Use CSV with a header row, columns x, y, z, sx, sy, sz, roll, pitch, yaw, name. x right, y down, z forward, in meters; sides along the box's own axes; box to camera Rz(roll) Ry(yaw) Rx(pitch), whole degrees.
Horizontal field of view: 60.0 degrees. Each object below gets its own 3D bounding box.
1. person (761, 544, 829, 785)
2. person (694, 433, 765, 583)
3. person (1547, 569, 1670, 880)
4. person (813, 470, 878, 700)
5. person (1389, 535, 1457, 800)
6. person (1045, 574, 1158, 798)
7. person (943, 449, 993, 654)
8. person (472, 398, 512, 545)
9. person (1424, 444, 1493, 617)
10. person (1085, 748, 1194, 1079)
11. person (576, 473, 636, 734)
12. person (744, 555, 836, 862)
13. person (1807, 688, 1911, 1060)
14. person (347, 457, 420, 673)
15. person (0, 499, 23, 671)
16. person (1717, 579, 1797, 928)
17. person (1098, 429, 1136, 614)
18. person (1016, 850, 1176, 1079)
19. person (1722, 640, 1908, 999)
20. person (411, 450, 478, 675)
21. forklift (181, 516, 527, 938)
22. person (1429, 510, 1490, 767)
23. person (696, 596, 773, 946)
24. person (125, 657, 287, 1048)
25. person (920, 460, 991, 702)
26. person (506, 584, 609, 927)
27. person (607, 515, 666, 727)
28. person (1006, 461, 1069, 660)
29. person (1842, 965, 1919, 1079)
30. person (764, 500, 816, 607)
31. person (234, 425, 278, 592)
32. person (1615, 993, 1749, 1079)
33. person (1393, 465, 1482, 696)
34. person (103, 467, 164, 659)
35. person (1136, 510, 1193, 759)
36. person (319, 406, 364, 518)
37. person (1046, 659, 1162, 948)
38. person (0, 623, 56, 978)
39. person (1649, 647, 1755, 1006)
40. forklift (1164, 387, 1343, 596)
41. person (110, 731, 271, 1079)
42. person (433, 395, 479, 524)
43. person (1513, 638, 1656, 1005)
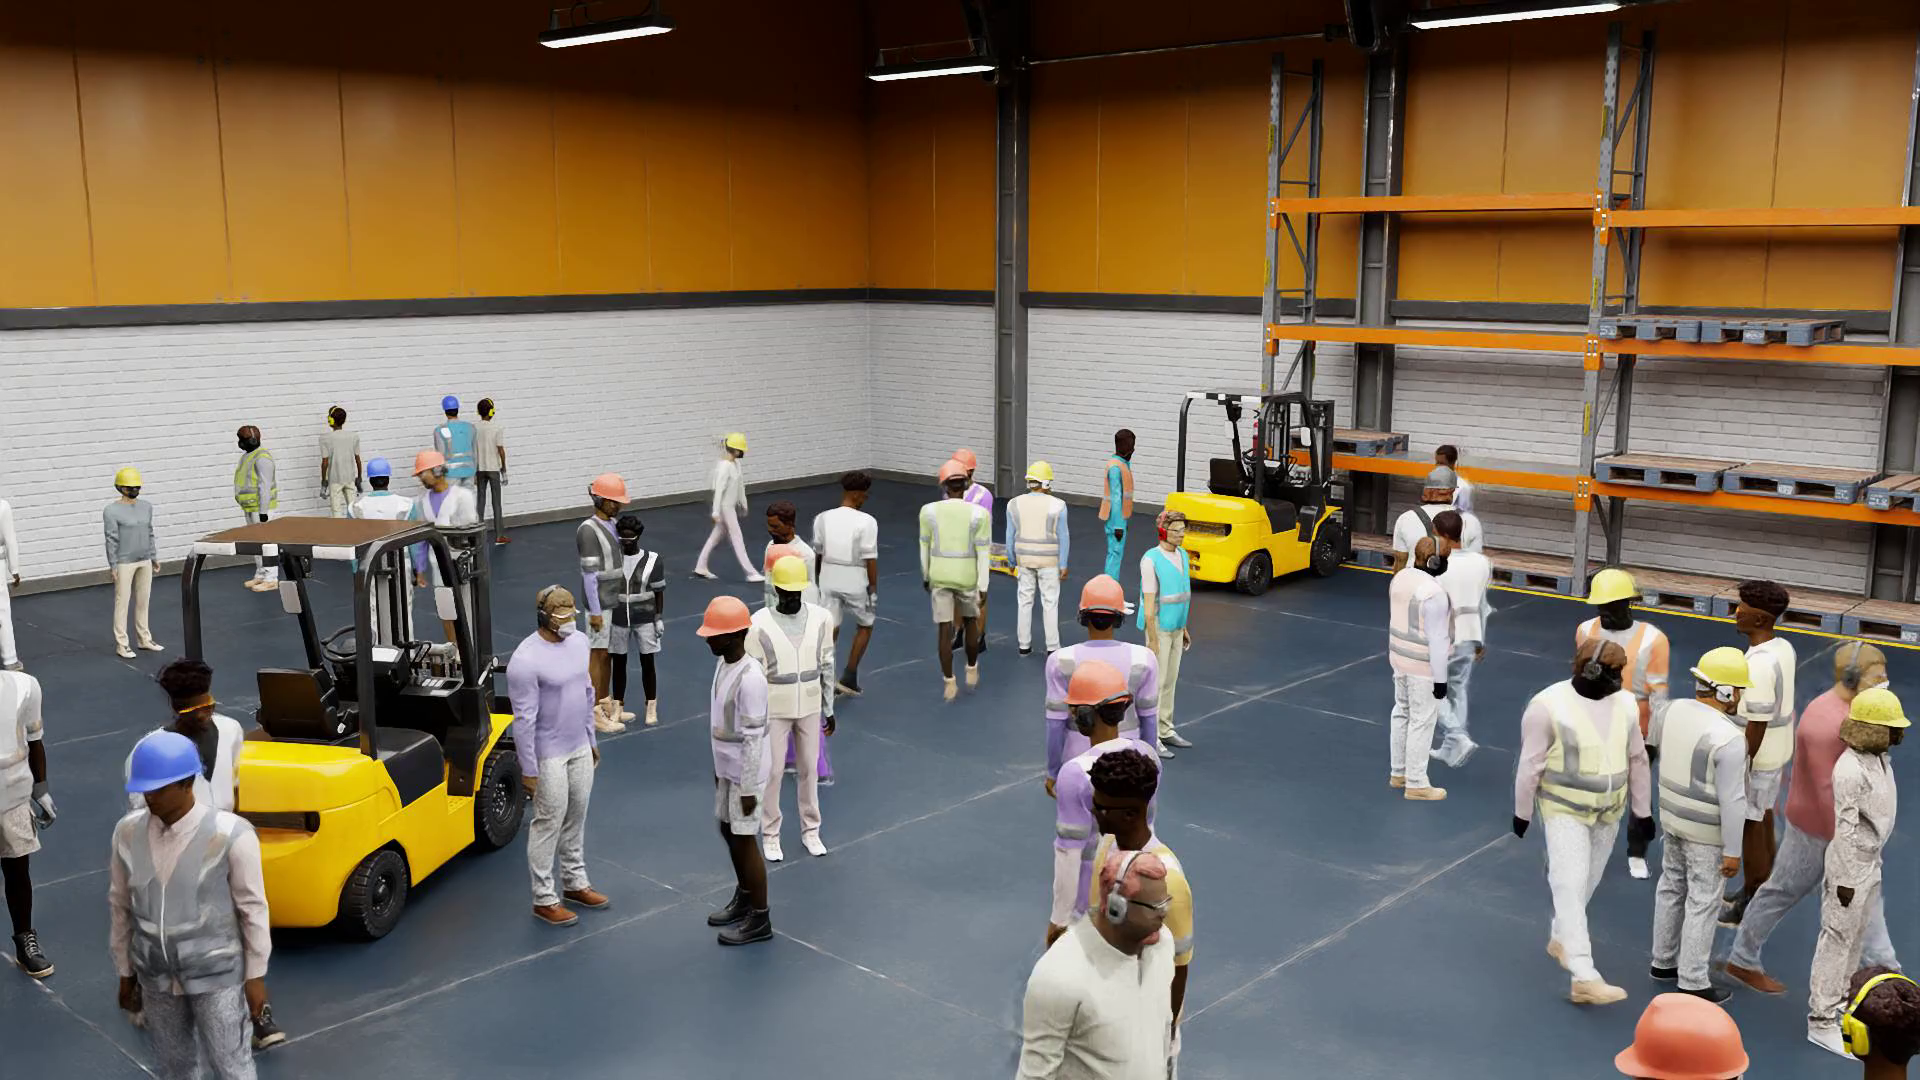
x,y,z,sx,sy,sz,roll,pitch,yaw,name
-1.232,0.873,11.677,0.717,1.715,0.572,3,10,18,person
-2.614,-0.361,18.767,0.942,1.704,0.574,2,10,9,person
3.911,1.103,9.904,0.624,1.891,0.590,-9,14,-43,person
-0.959,0.382,13.846,0.681,1.937,0.483,4,11,22,person
3.164,0.869,11.404,0.429,1.834,0.636,-2,10,-12,person
0.754,1.195,8.928,0.605,2.045,0.383,0,10,-2,person
0.042,0.108,15.459,0.547,1.929,0.387,7,12,36,person
-6.017,-0.871,21.192,0.516,1.871,0.325,1,10,8,person
4.837,-0.019,16.337,0.970,1.879,0.597,-2,10,-9,person
0.638,1.719,6.174,0.367,1.963,0.609,-3,10,-18,person
-2.751,0.485,13.007,0.394,2.034,0.605,1,10,7,person
-1.037,1.032,10.236,0.581,1.919,0.399,-5,11,-26,person
4.234,1.542,7.814,0.295,1.743,0.492,9,14,43,person
-5.068,0.240,14.677,0.604,1.939,0.416,-2,10,-13,person
-8.607,0.273,14.637,0.579,1.881,0.342,-4,11,-22,person
4.402,1.182,9.224,0.369,1.967,0.600,8,12,37,person
1.634,-0.199,17.245,0.390,1.913,0.587,1,10,8,person
0.408,1.885,5.583,0.923,1.856,0.658,8,13,40,person
4.313,1.417,8.132,0.639,1.881,1.040,-9,13,-41,person
-4.491,0.205,14.696,0.681,2.011,0.519,4,11,23,person
-3.583,0.976,9.748,1.214,2.155,2.313,2,10,11,forklift
3.573,0.731,11.994,0.613,1.902,0.512,-4,11,-21,person
-1.222,1.241,9.019,0.389,1.927,0.554,-4,11,-22,person
-3.563,1.463,7.777,1.003,1.900,0.641,6,12,31,person
-0.037,0.319,14.070,0.600,1.998,0.888,0,10,3,person
-2.250,1.190,9.301,0.375,1.930,0.636,4,11,23,person
-2.585,0.635,13.119,0.533,1.693,0.319,0,10,-1,person
0.719,0.189,15.270,0.591,1.829,0.404,4,11,19,person
2.445,2.067,4.517,0.510,1.857,0.324,-2,10,-11,person
-1.277,0.644,12.443,0.392,1.914,0.587,-8,12,-37,person
-7.772,-0.358,18.376,0.430,1.836,0.626,-8,13,-39,person
1.840,2.074,4.267,0.390,1.926,0.550,5,11,27,person
3.850,0.401,13.461,0.684,2.000,0.536,3,11,18,person
-7.638,0.200,15.391,0.327,1.767,0.533,4,11,22,person
1.526,0.683,12.407,0.389,1.847,0.567,7,12,33,person
-7.498,-0.691,20.152,0.533,1.876,0.320,-9,13,-41,person
0.591,1.514,7.166,0.403,2.030,0.612,9,13,42,person
-4.945,1.319,8.466,0.377,1.959,0.604,10,14,43,person
3.706,1.419,8.302,0.403,1.820,0.602,-2,10,-11,person
3.298,-0.608,18.767,1.214,2.155,2.313,9,13,42,forklift
-3.001,1.674,6.479,0.615,1.945,0.405,1,10,7,person
-6.280,-0.828,20.731,0.402,1.944,0.605,8,13,38,person
3.222,1.408,8.388,0.652,1.797,0.865,-3,10,-16,person
